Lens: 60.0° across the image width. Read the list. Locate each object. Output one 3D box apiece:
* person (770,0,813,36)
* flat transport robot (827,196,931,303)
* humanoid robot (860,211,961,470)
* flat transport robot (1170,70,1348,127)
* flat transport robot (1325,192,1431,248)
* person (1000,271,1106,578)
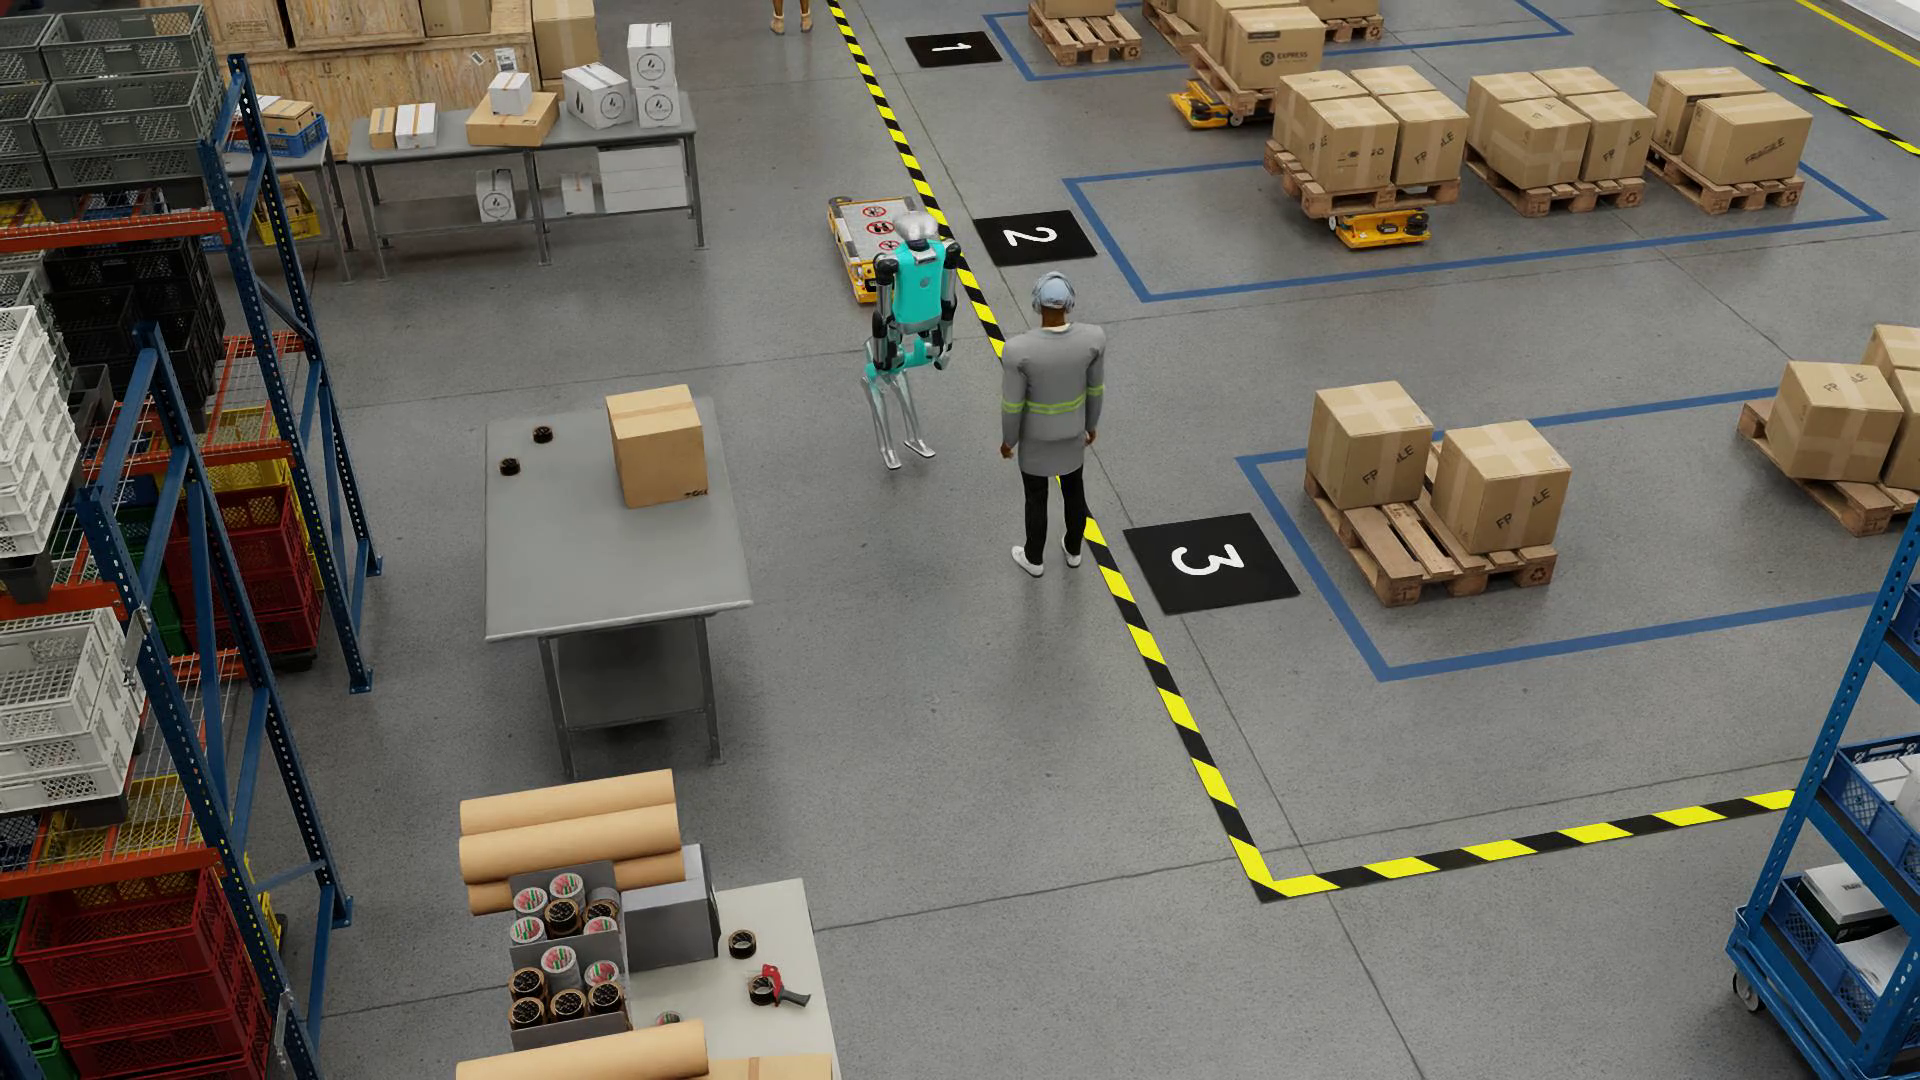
[{"bbox_3d":[-1.697,-5.911,16.015,0.613,2.039,0.389,-8,37,-10],"label":"person"},{"bbox_3d":[-0.570,-2.220,12.538,0.659,0.231,1.431,-8,37,-10],"label":"flat transport robot"},{"bbox_3d":[-0.363,-1.244,9.883,0.533,1.677,0.735,-18,40,-23],"label":"humanoid robot"},{"bbox_3d":[2.666,-3.951,14.840,1.431,0.197,0.652,-8,37,-10],"label":"flat transport robot"},{"bbox_3d":[3.134,-2.740,13.213,0.652,0.197,1.431,-8,37,-10],"label":"flat transport robot"},{"bbox_3d":[0.488,-0.620,9.062,0.589,1.850,0.395,-10,38,-13],"label":"person"}]
